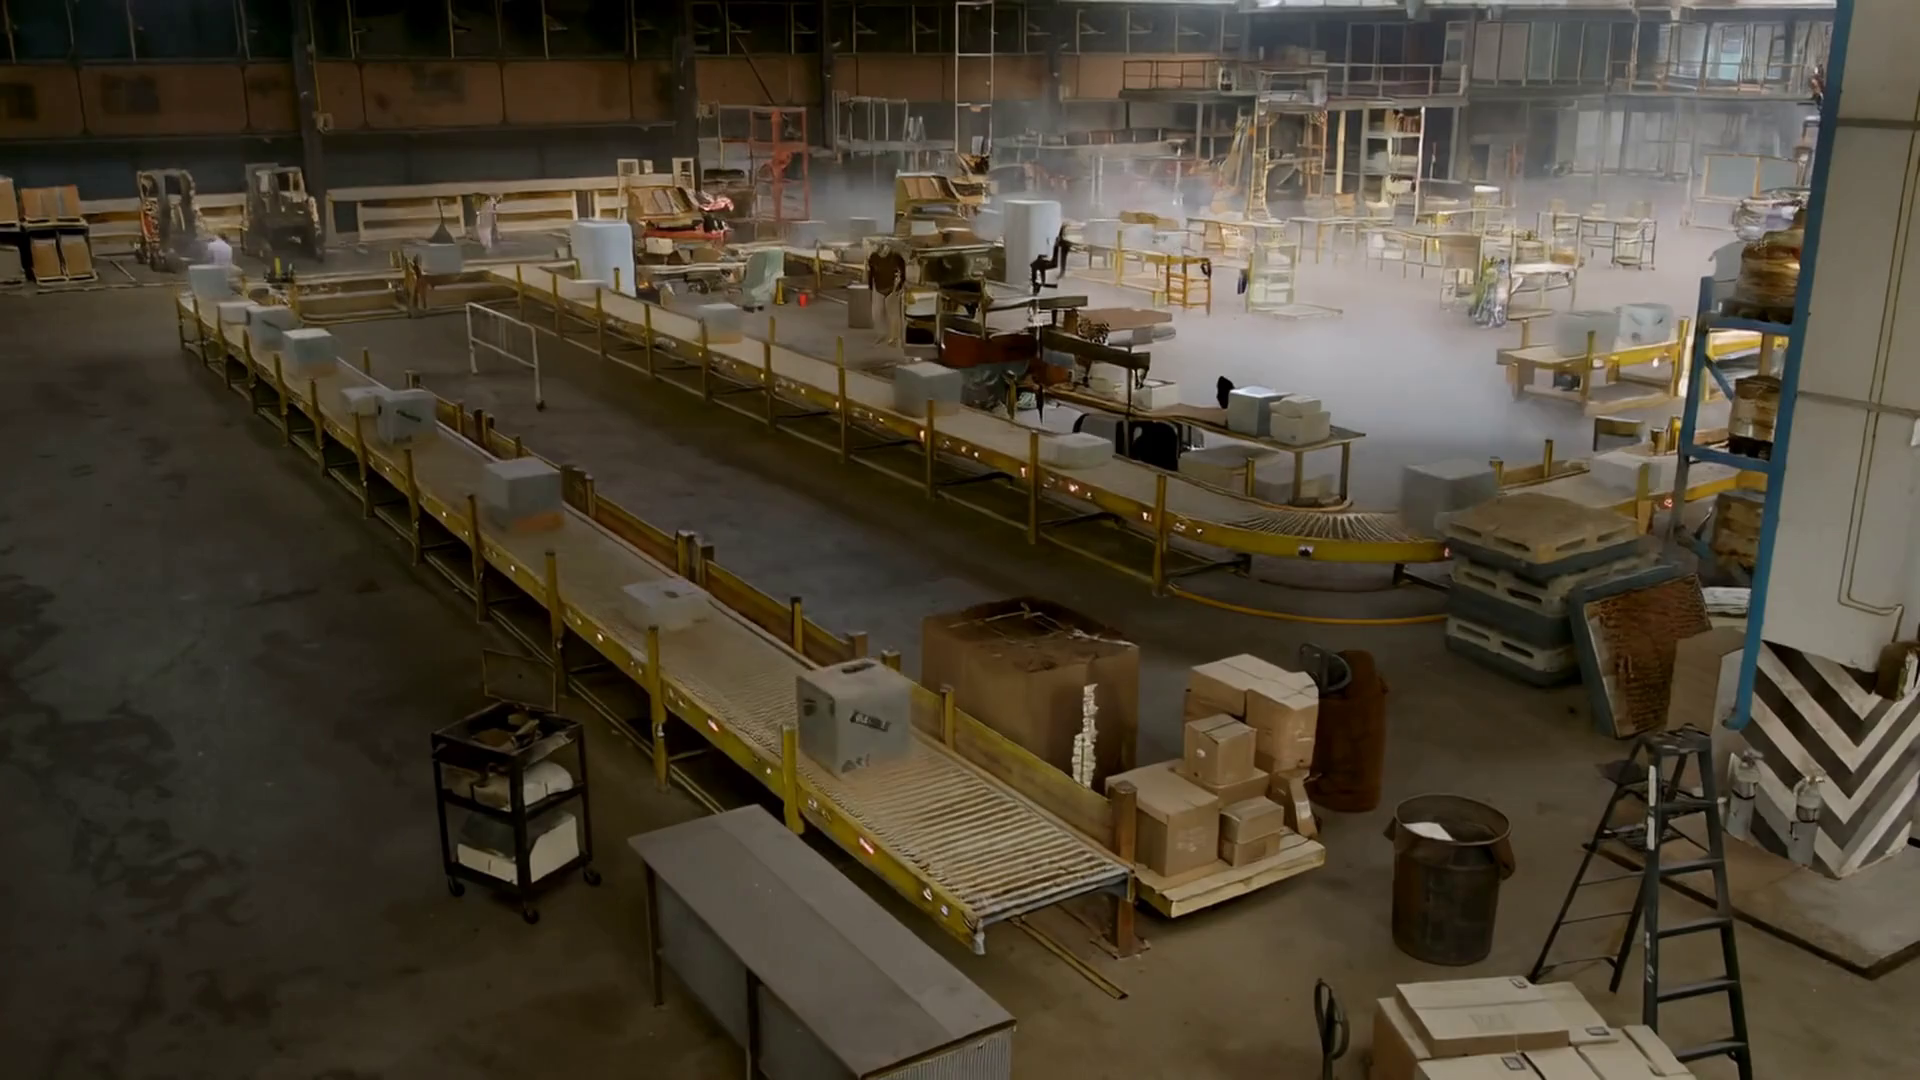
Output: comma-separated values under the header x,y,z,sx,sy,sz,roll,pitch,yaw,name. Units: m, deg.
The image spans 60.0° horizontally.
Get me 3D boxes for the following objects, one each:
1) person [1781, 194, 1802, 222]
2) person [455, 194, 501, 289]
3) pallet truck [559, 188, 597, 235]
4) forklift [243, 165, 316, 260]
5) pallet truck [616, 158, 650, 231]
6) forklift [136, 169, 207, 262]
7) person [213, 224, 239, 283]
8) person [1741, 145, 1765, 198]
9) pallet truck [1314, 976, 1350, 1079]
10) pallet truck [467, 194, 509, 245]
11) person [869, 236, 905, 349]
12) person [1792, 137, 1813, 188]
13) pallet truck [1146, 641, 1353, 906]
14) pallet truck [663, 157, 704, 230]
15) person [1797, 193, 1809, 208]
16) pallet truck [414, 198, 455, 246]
x,y,z,sx,sy,sz,roll,pitch,yaw,name
17.883,-6.514,35.707,0.617,1.808,0.597,2,17,7,person
-9.735,-5.970,33.585,1.020,1.991,0.642,-13,21,-37,person
-10.010,-8.652,43.699,0.653,1.274,1.630,-10,20,-31,pallet truck
-15.898,-7.669,38.708,1.157,1.987,2.680,-11,20,-33,forklift
-8.918,-9.176,44.255,0.823,1.965,1.885,-9,19,-27,pallet truck
-17.842,-7.318,37.559,1.157,1.987,2.680,-10,20,-31,forklift
-13.415,-4.925,30.560,0.535,1.736,0.775,8,18,25,person
24.107,-11.041,50.617,0.630,1.901,0.496,-3,17,-10,person
2.299,2.390,7.086,1.601,1.201,0.680,-2,17,-7,pallet truck
-11.983,-8.177,42.137,0.704,1.261,1.522,-11,20,-33,pallet truck
-1.224,-4.084,27.522,0.653,1.879,0.573,5,17,17,person
27.950,-12.423,55.256,0.357,1.881,0.574,-16,23,-42,person
1.664,1.407,10.232,1.630,1.274,0.653,-10,20,-31,pallet truck
-7.586,-9.308,44.692,0.823,1.965,1.885,-11,20,-33,pallet truck
17.675,-6.302,34.835,0.586,1.914,0.558,-5,17,-16,person
-13.250,-8.060,41.856,0.680,1.201,1.601,-10,20,-31,pallet truck
